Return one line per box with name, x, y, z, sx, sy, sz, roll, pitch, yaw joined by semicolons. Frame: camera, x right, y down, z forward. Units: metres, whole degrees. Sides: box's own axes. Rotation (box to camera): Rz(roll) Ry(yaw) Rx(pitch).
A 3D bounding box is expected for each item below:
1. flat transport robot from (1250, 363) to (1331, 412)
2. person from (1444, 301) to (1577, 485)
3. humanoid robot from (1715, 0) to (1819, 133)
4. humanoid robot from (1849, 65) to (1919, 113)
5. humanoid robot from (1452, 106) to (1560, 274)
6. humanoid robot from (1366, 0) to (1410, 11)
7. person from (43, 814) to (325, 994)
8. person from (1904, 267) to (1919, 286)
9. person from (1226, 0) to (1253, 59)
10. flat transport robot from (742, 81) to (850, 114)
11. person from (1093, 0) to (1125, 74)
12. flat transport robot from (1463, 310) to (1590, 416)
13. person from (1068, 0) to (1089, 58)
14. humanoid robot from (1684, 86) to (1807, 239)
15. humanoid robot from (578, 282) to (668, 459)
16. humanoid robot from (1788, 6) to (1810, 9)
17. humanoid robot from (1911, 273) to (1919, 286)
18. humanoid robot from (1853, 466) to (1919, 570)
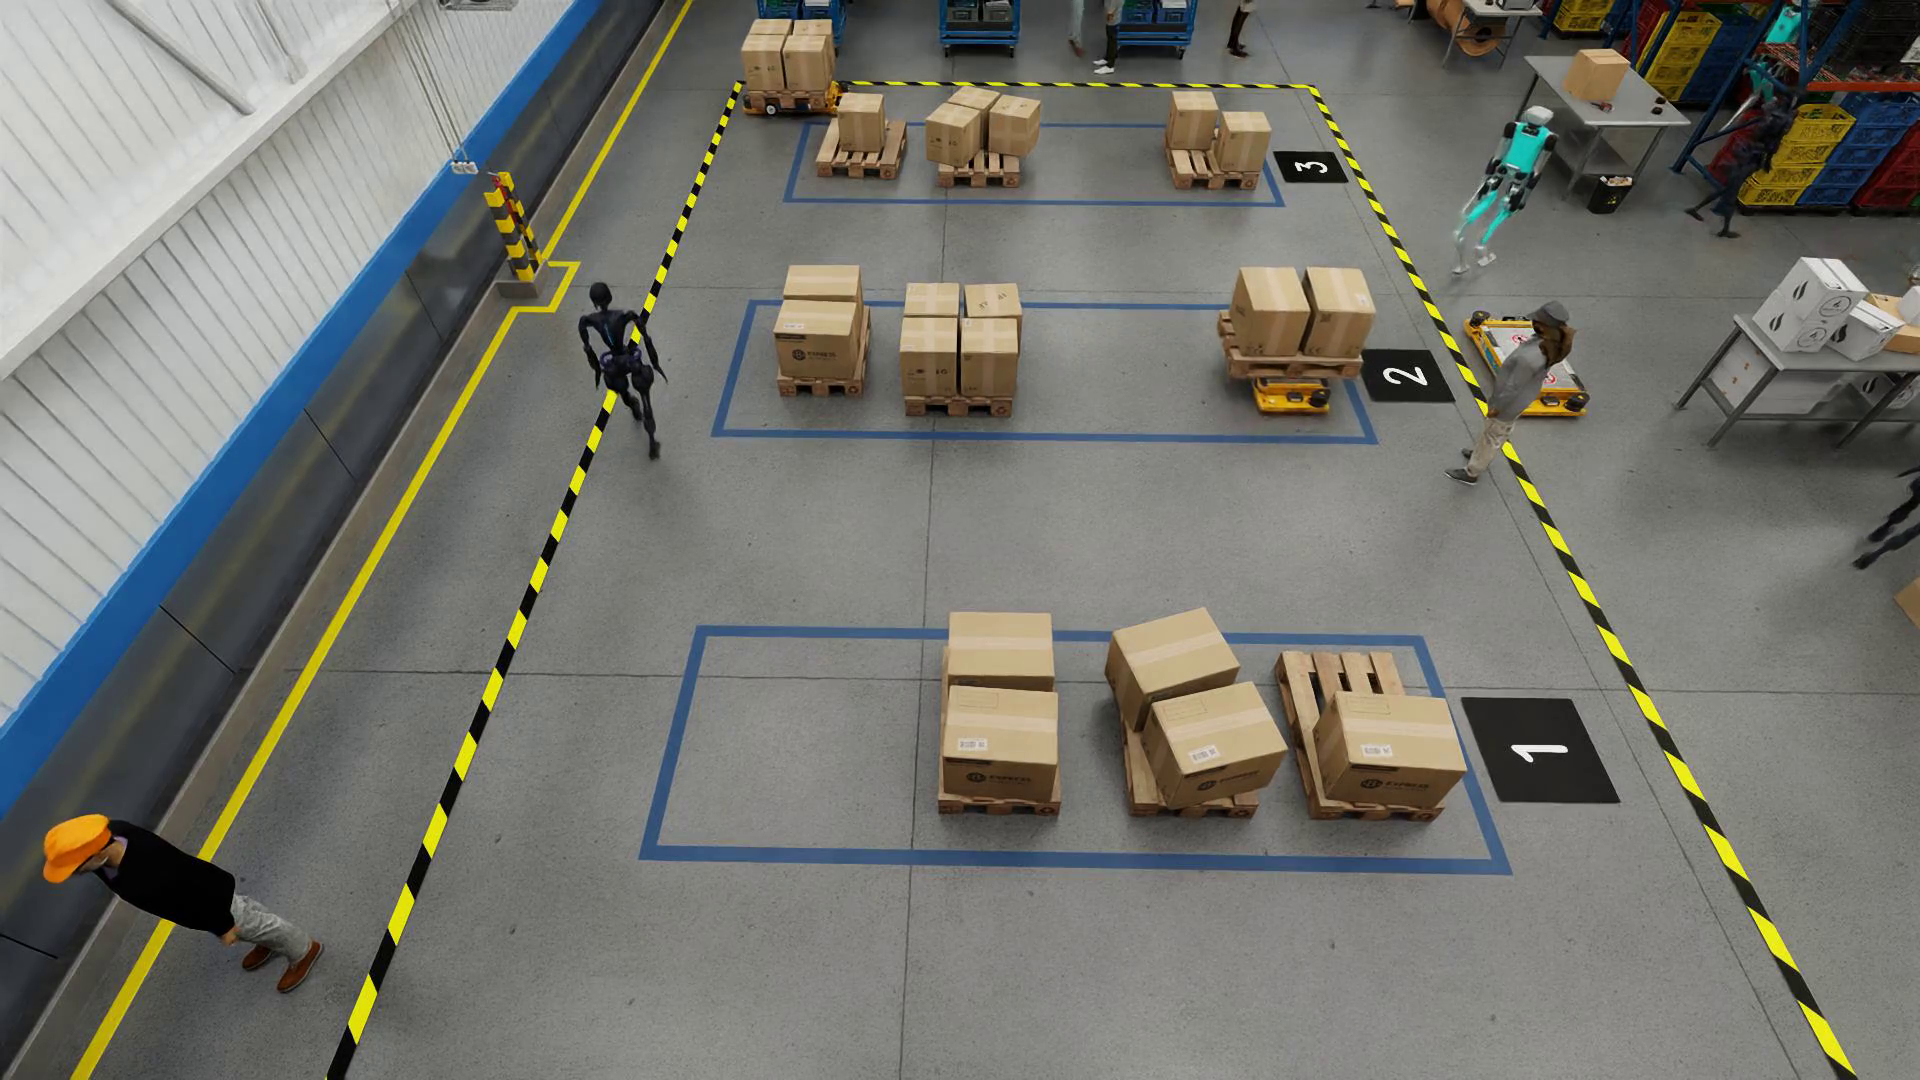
flat transport robot;3.174;-1.810;9.081;0.652;0.197;1.431;1;49;1
person;4.563;-1.187;7.570;0.562;1.763;0.403;-36;58;-27
humanoid robot;10.590;-6.085;11.880;0.884;1.846;0.549;-12;50;-10
humanoid robot;11.304;-5.601;11.400;0.972;1.733;0.545;-20;52;-16
humanoid robot;5.615;-3.568;9.644;0.898;1.753;0.539;-33;57;-25
humanoid robot;7.196;-9.487;14.830;0.708;1.634;0.589;-3;49;-3
person;-4.023;1.907;4.816;0.584;1.884;0.373;21;52;18
person;10.774;-3.307;9.346;0.813;1.855;0.572;33;57;25
person;4.291;-8.213;13.520;0.362;1.963;0.611;9;50;8
flat transport robot;-2.308;-6.258;12.931;1.431;0.197;0.652;1;49;1
person;2.173;-7.706;13.156;0.379;1.852;0.589;4;49;3
flat transport robot;5.573;-1.757;9.054;0.659;0.231;1.431;1;49;1
person;1.870;-8.222;13.571;0.633;1.908;0.847;-21;52;-17
humanoid robot;8.955;-4.254;10.310;0.607;1.630;0.771;-18;51;-15
humanoid robot;-2.894;-1.529;7.950;0.616;1.620;0.789;-8;50;-7
humanoid robot;12.357;-8.129;13.627;1.034;1.758;0.538;-4;49;-3
humanoid robot;10.568;-3.349;9.395;0.531;1.690;0.733;5;49;4
humanoid robot;7.598;-0.424;6.981;0.648;1.628;0.603;-18;52;-15
